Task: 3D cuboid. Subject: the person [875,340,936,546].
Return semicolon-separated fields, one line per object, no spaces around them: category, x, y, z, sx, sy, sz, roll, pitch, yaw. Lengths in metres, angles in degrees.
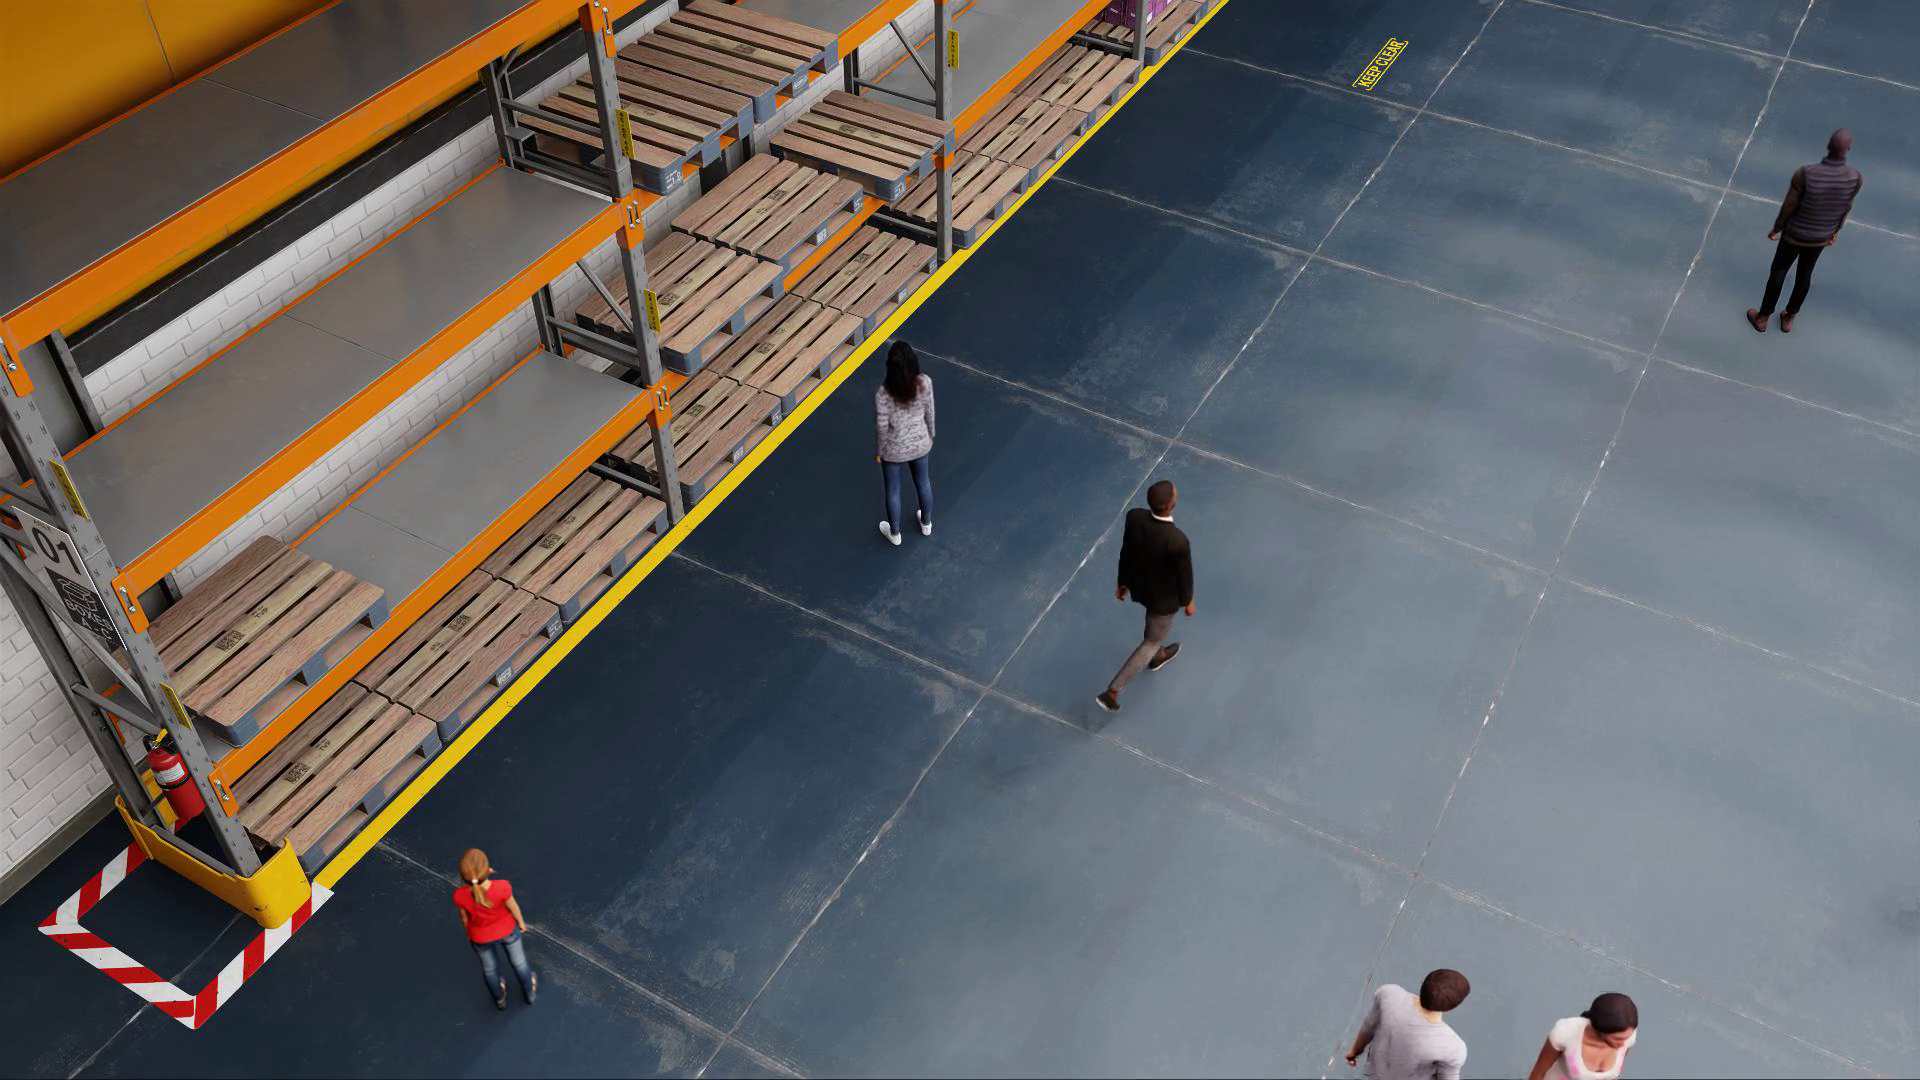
person;-0.393;-0.686;11.772;0.654;1.733;0.747;-17;46;-17

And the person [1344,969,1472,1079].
person;2.091;2.692;8.168;1.109;1.813;0.910;-31;52;-28

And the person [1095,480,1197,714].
person;1.188;0.387;10.620;1.225;1.768;0.932;-29;51;-27

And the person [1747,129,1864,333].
person;6.928;-2.515;13.616;0.771;1.838;0.730;4;44;5

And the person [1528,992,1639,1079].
person;3.004;2.650;8.296;0.944;1.698;1.180;3;44;4

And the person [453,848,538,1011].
person;-2.557;2.146;9.108;0.549;1.307;0.611;-12;45;-12
